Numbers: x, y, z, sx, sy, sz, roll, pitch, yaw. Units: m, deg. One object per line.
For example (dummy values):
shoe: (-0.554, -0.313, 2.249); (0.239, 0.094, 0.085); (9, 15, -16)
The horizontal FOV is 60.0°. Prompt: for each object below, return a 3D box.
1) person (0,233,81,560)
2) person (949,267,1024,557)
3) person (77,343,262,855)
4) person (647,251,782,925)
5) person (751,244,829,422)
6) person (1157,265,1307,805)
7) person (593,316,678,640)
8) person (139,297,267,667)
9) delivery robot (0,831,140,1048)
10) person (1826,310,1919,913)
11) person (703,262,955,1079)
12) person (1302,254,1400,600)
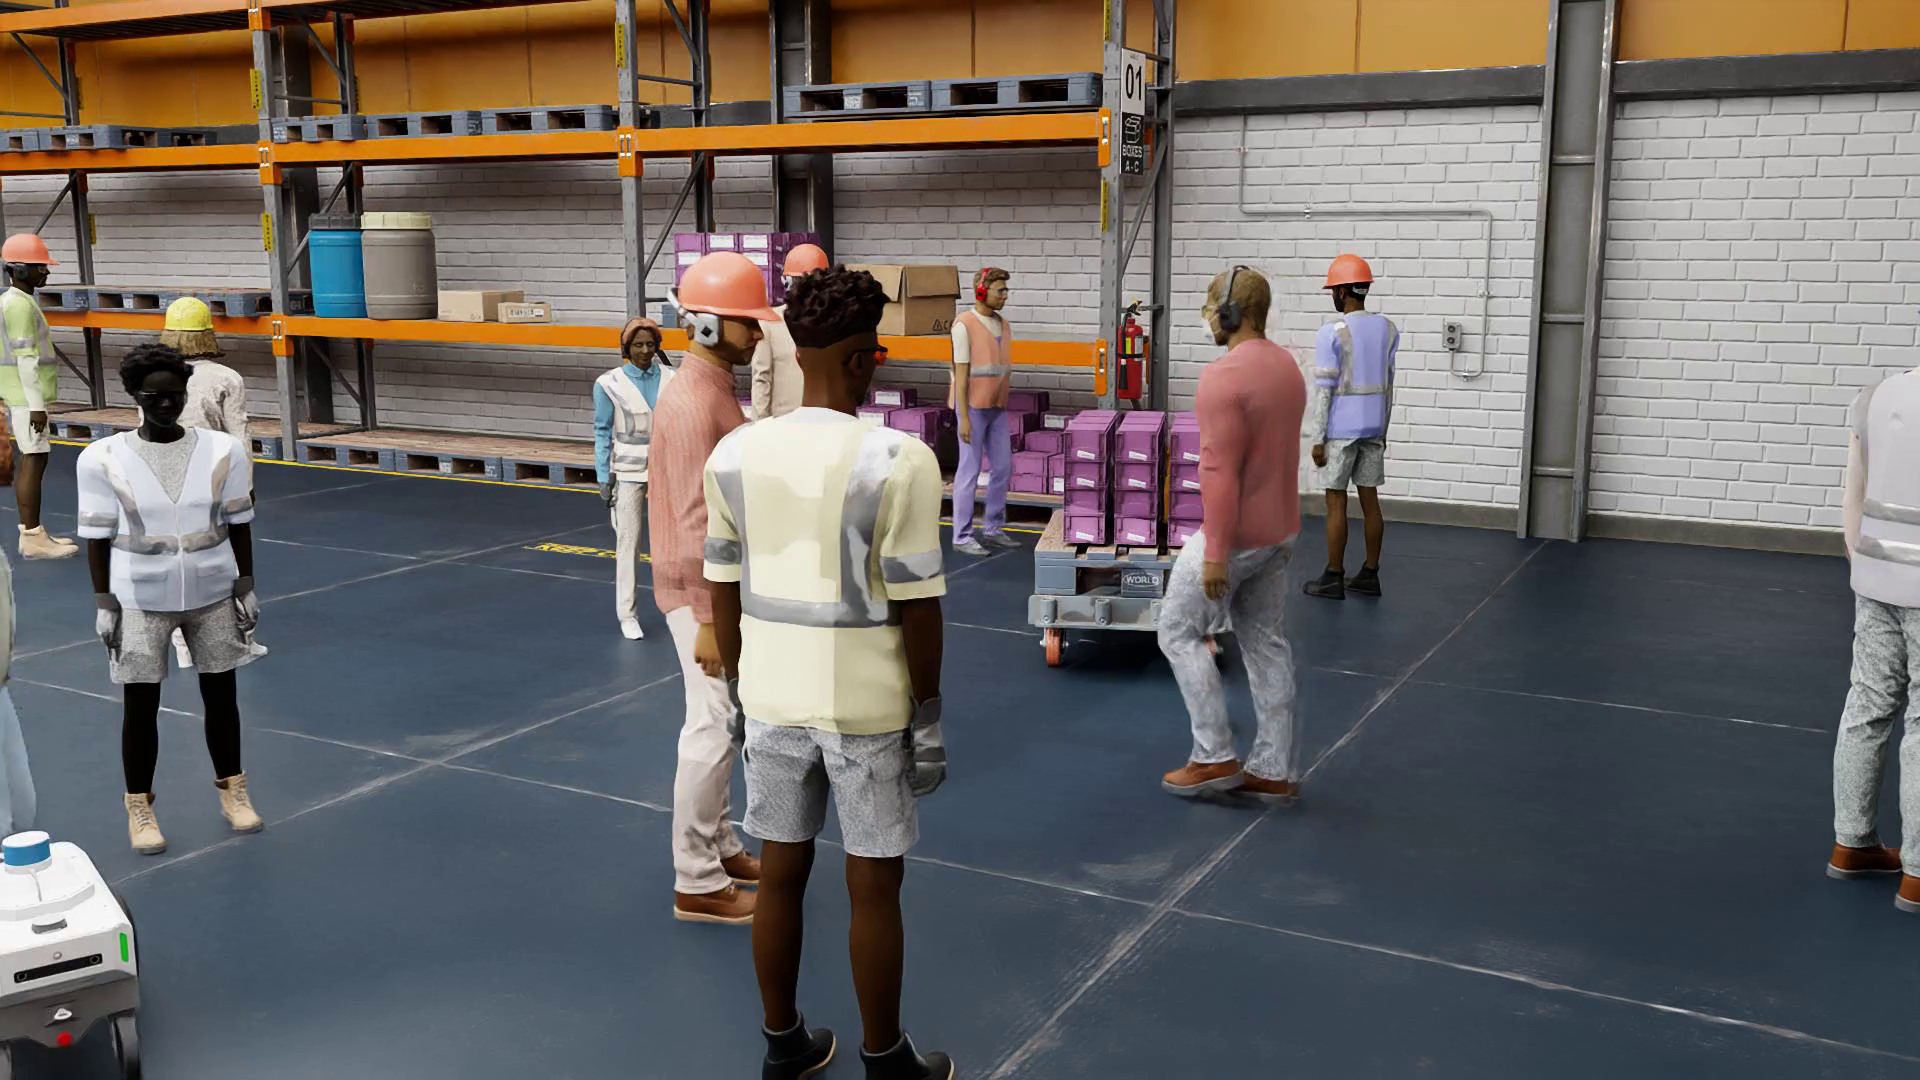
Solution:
person: (-5.834, -0.902, 10.509); (0.391, 2.040, 0.615); (-7, 12, -32)
person: (0.138, -0.809, 10.577); (0.416, 1.834, 0.573); (8, 13, 38)
person: (-2.597, 0.191, 5.500); (0.536, 1.688, 0.322); (-8, 13, -36)
person: (-0.713, 0.150, 4.921); (0.404, 1.983, 0.629); (-1, 10, -3)
person: (-0.839, -0.597, 9.008); (0.615, 1.988, 0.399); (-7, 13, -35)
person: (0.959, -0.007, 5.931); (0.583, 1.918, 0.656); (8, 13, 37)
person: (-1.591, -0.310, 8.402); (0.524, 1.631, 0.315); (-7, 12, -32)
person: (-3.575, -0.265, 7.844); (0.487, 1.744, 0.294); (-2, 10, -10)
delivery robot: (-2.282, 0.964, 4.105); (0.477, 0.478, 0.707); (-8, 13, -36)
person: (2.934, 0.163, 5.036); (0.401, 1.910, 0.602); (-2, 11, -12)
person: (-0.294, 0.359, 3.808); (0.608, 1.966, 0.371); (5, 12, 27)
person: (2.170, -0.624, 9.313); (0.543, 1.929, 0.386); (-5, 12, -26)
